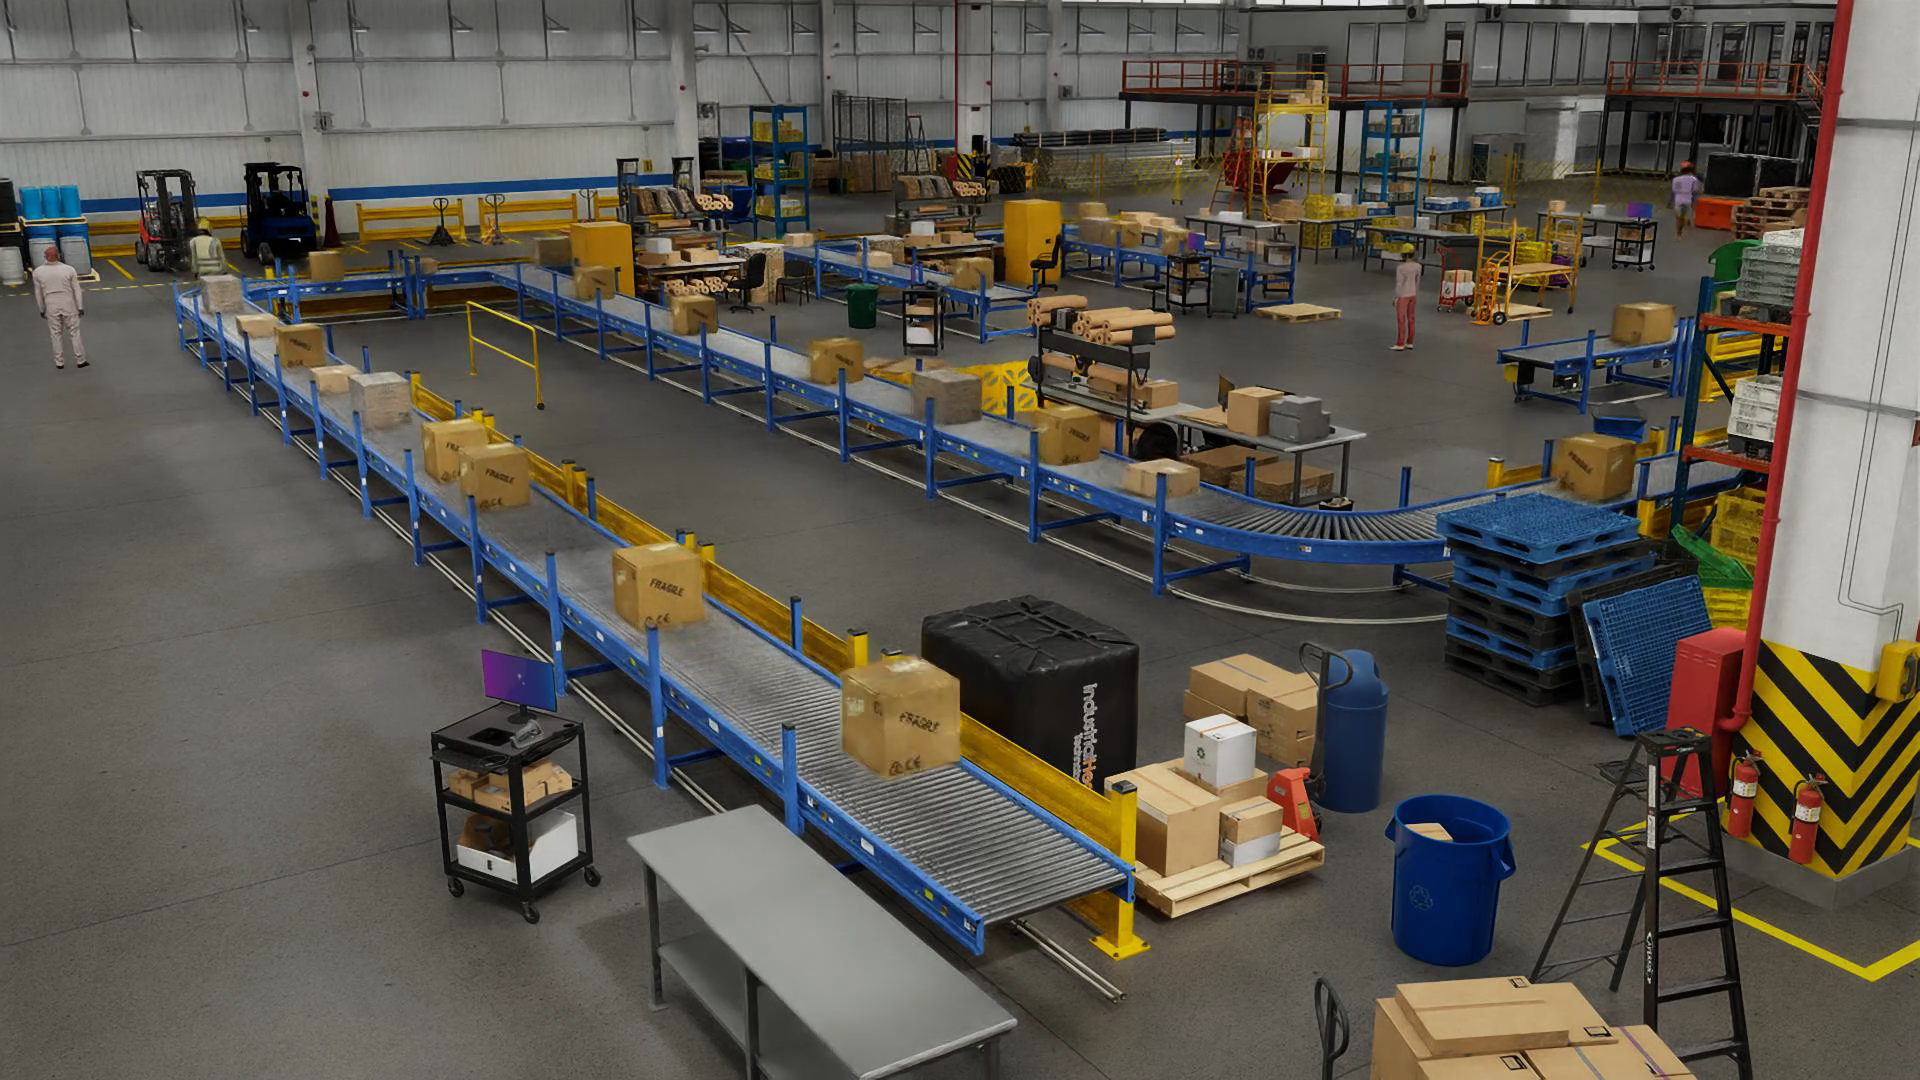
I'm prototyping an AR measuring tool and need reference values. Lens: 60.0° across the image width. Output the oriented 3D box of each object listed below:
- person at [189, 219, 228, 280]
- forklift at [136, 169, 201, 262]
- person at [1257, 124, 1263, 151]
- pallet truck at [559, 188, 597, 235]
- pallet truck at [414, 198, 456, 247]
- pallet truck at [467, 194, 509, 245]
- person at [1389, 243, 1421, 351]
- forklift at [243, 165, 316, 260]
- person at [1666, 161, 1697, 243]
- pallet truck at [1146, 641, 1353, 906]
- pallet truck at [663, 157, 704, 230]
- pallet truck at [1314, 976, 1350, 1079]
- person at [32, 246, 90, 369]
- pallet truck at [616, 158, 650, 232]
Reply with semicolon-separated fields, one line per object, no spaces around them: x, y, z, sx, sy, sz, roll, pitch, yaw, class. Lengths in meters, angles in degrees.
-13.902;-5.024;30.785;0.603;1.799;0.879;2;17;5;person
-17.842;-7.318;37.559;1.157;1.987;2.680;-10;20;-31;forklift
11.681;-15.507;65.593;0.586;1.849;0.939;-13;21;-37;person
-10.010;-8.652;43.699;0.653;1.274;1.630;-10;20;-31;pallet truck
-13.250;-8.060;41.856;0.680;1.201;1.601;-10;20;-31;pallet truck
-11.983;-8.177;42.137;0.704;1.261;1.522;-11;20;-33;pallet truck
7.355;-4.013;27.463;0.526;1.772;0.307;-11;20;-32;person
-15.898;-7.669;38.708;1.157;1.987;2.680;-11;20;-33;forklift
18.332;-8.616;42.345;0.615;2.014;0.768;-2;17;-6;person
1.664;1.407;10.232;1.630;1.274;0.653;-10;20;-31;pallet truck
-7.586;-9.308;44.692;0.823;1.965;1.885;-11;20;-33;pallet truck
2.299;2.390;7.086;1.601;1.201;0.680;-2;17;-7;pallet truck
-14.018;-3.627;25.941;0.639;1.911;0.406;-5;18;-17;person
-8.918;-9.176;44.255;0.823;1.965;1.885;-9;19;-27;pallet truck
